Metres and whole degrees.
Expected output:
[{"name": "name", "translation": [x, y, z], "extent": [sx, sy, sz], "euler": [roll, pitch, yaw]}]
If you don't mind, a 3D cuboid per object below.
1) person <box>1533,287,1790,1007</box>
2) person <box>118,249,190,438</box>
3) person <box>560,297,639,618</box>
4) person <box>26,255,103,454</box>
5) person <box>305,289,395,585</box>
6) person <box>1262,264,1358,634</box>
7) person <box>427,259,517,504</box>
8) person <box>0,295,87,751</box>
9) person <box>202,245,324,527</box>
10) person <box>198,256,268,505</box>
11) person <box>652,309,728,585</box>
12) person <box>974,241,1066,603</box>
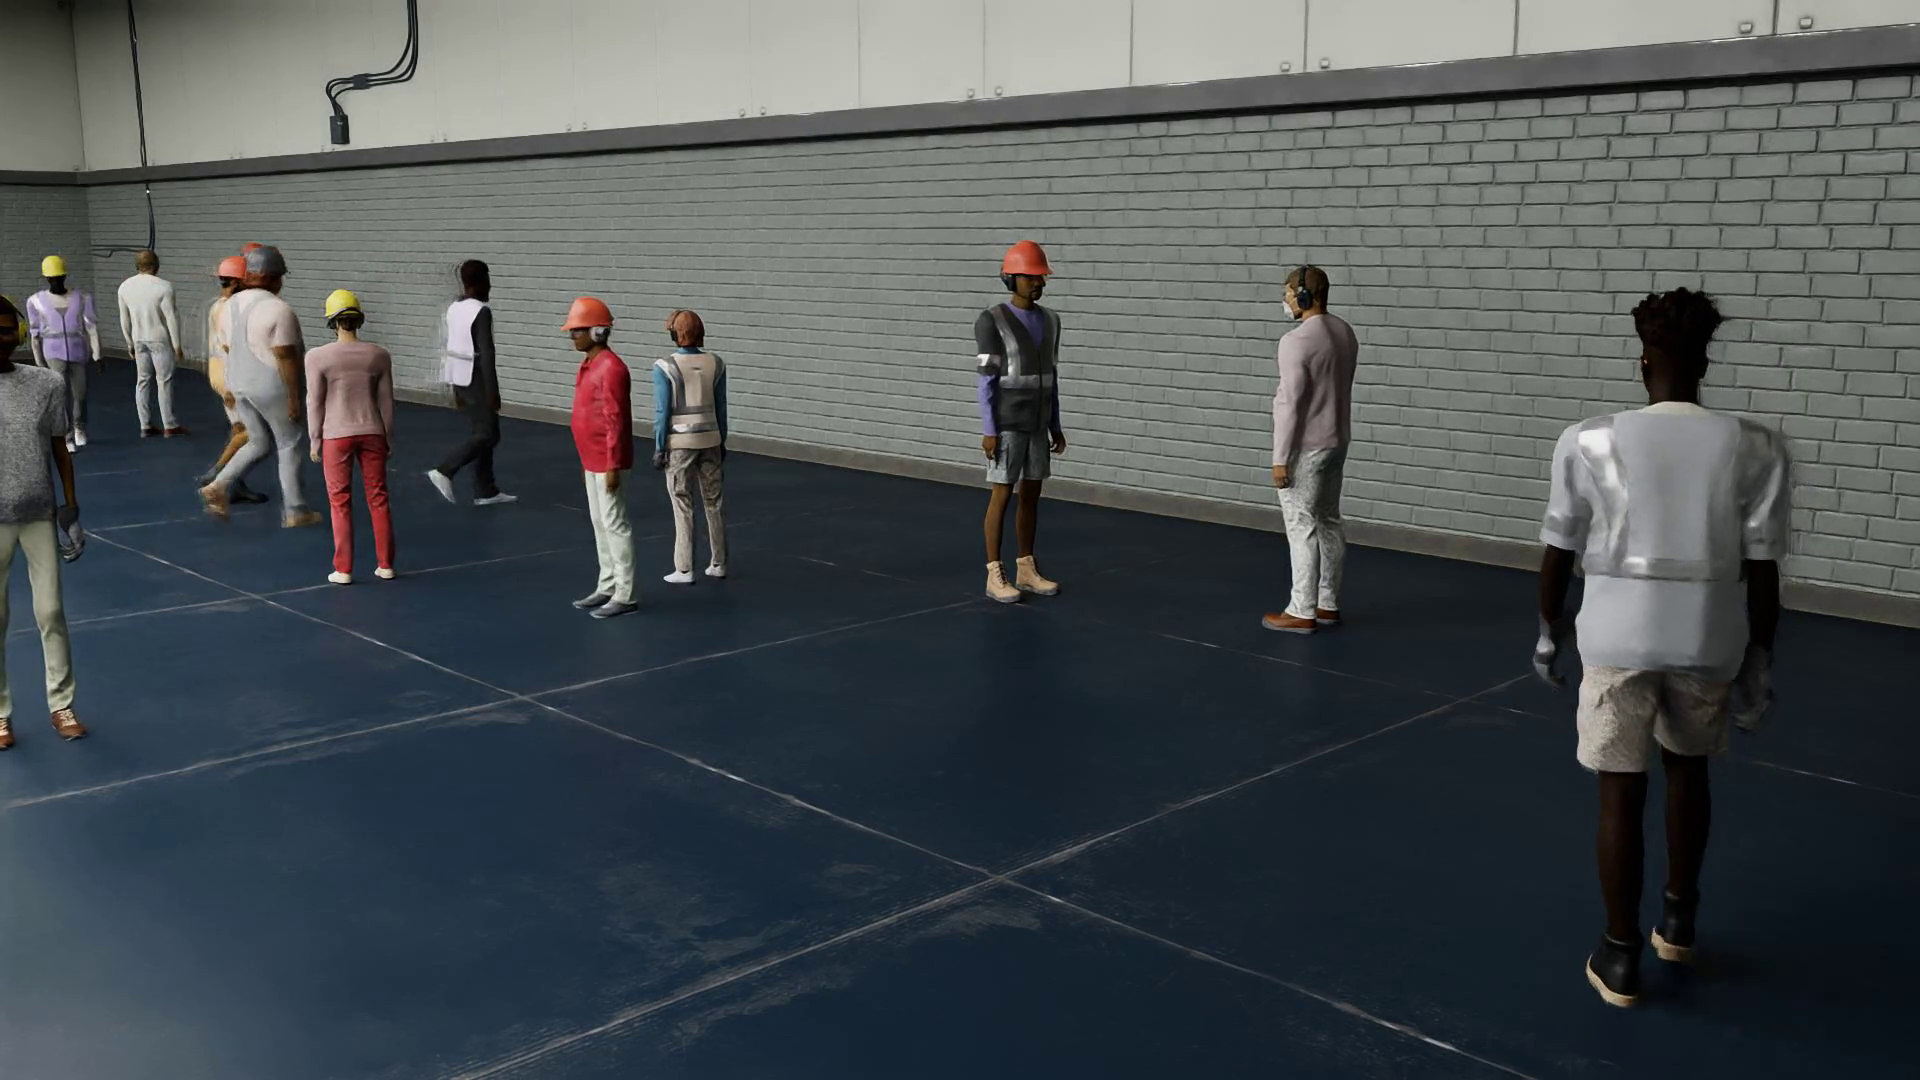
[{"name": "person", "translation": [1.910, 0.282, 4.615], "extent": [0.609, 1.934, 0.700], "euler": [2, 11, 11]}, {"name": "person", "translation": [-8.298, -2.018, 17.127], "extent": [0.635, 1.937, 0.361], "euler": [2, 11, 10]}, {"name": "person", "translation": [-1.988, -0.453, 9.133], "extent": [0.359, 1.744, 0.579], "euler": [-6, 12, -28]}, {"name": "person", "translation": [-8.665, -1.806, 16.108], "extent": [0.586, 1.896, 0.895], "euler": [-7, 12, -33]}, {"name": "person", "translation": [-3.640, -0.612, 9.958], "extent": [0.518, 1.756, 0.342], "euler": [-9, 14, -41]}, {"name": "person", "translation": [1.837, -0.467, 8.707], "extent": [0.377, 1.930, 0.637], "euler": [10, 14, 42]}, {"name": "person", "translation": [-3.756, -1.185, 12.704], "extent": [0.631, 1.899, 0.600], "euler": [-8, 13, -38]}, {"name": "person", "translation": [-3.844, -0.074, 6.761], "extent": [0.503, 1.861, 0.328], "euler": [-9, 13, -39]}, {"name": "person", "translation": [-4.926, -1.079, 11.728], "extent": [0.689, 2.000, 0.741], "euler": [6, 12, 30]}, {"name": "person", "translation": [-5.584, -1.217, 12.825], "extent": [0.463, 1.913, 0.578], "euler": [-5, 11, -24]}, {"name": "person", "translation": [-1.605, -0.550, 9.938], "extent": [0.522, 1.638, 0.311], "euler": [-10, 14, -43]}, {"name": "person", "translation": [0.366, -0.673, 9.506], "extent": [0.605, 2.045, 0.376], "euler": [-9, 14, -41]}]
